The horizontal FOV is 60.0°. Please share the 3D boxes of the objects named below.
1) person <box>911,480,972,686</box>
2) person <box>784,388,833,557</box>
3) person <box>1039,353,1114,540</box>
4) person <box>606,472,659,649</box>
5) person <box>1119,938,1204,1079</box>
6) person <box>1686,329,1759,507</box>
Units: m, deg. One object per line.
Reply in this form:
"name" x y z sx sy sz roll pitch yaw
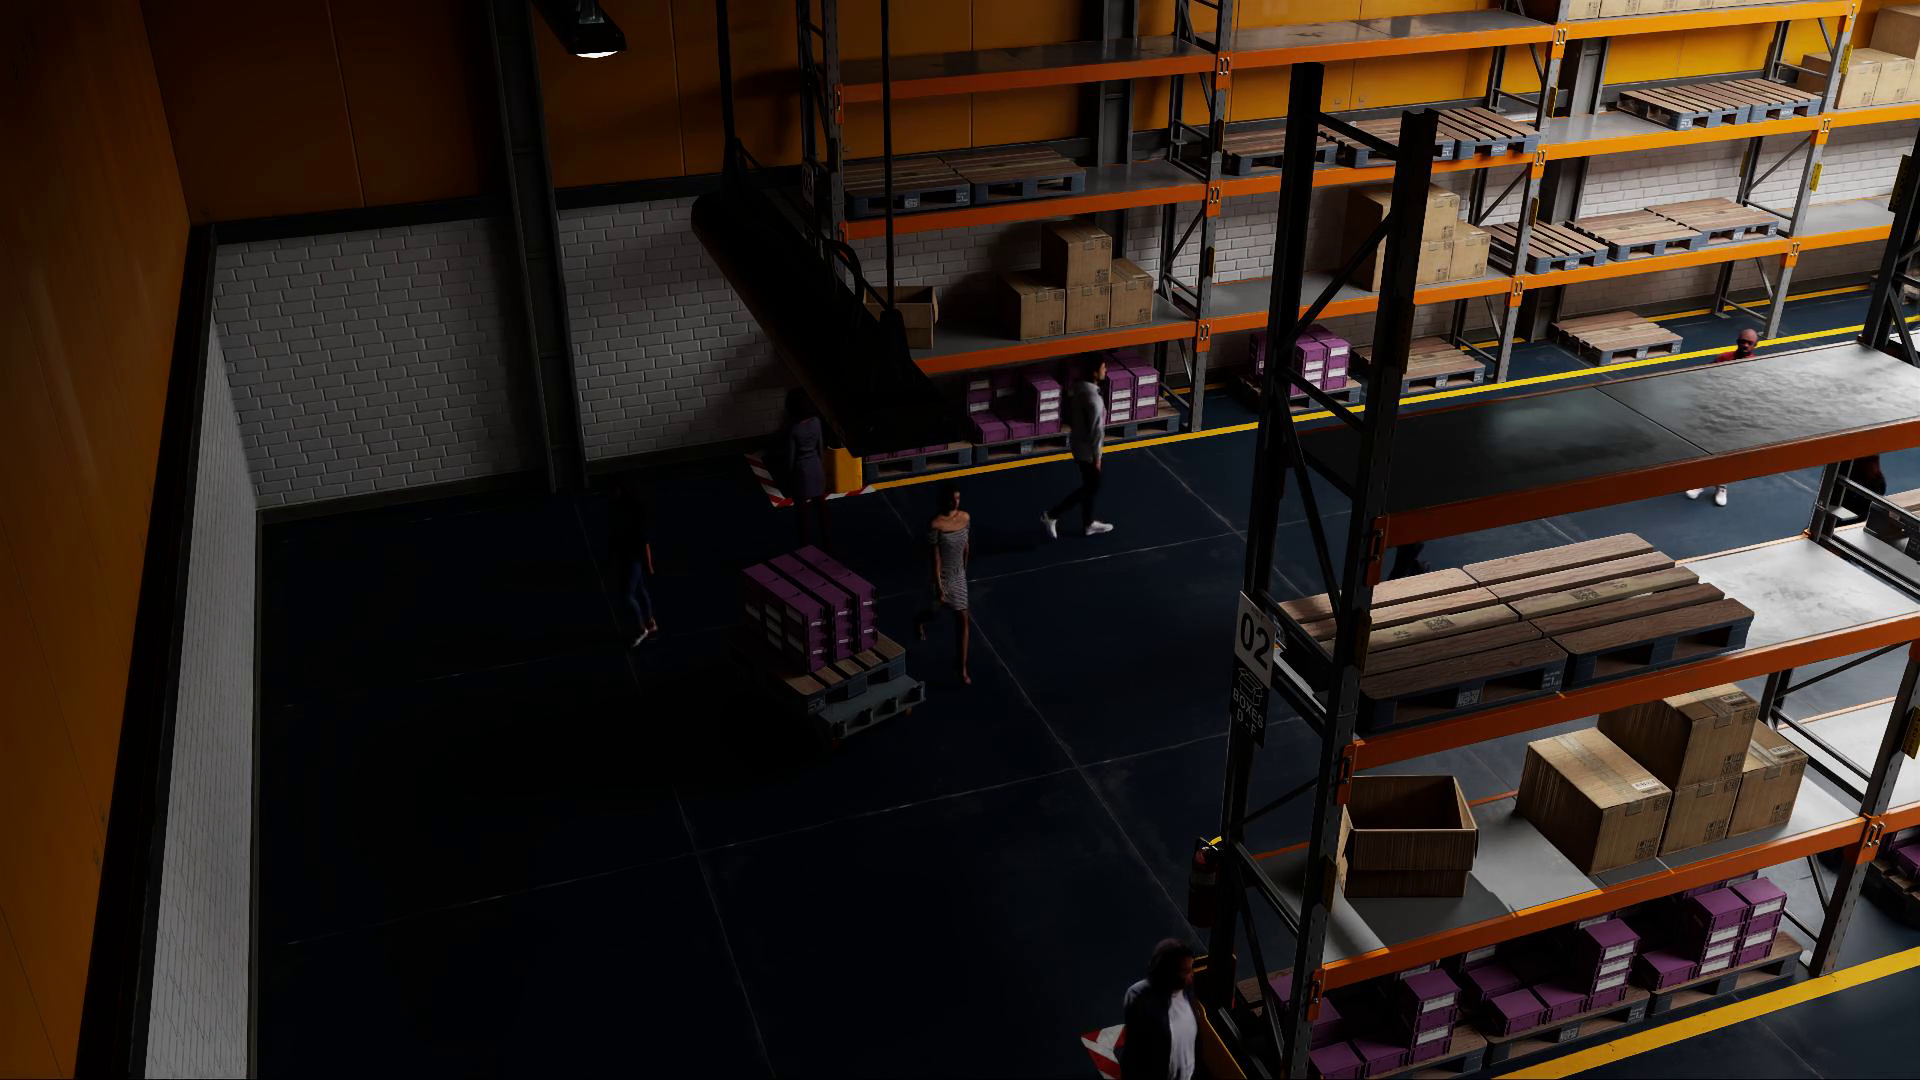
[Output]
"person" -0.180 0.309 13.711 1.025 1.789 0.769 -16 33 -27
"person" -1.414 -0.597 15.460 0.568 1.704 0.701 -21 35 -33
"person" 1.113 -0.848 15.706 1.048 1.910 0.748 -7 29 -13
"person" -2.748 0.120 14.253 0.729 1.601 0.693 -22 36 -35
"person" 1.045 2.860 9.271 1.041 1.563 0.854 -15 32 -25
"person" 7.643 -1.258 16.550 0.755 1.821 0.787 17 33 28
